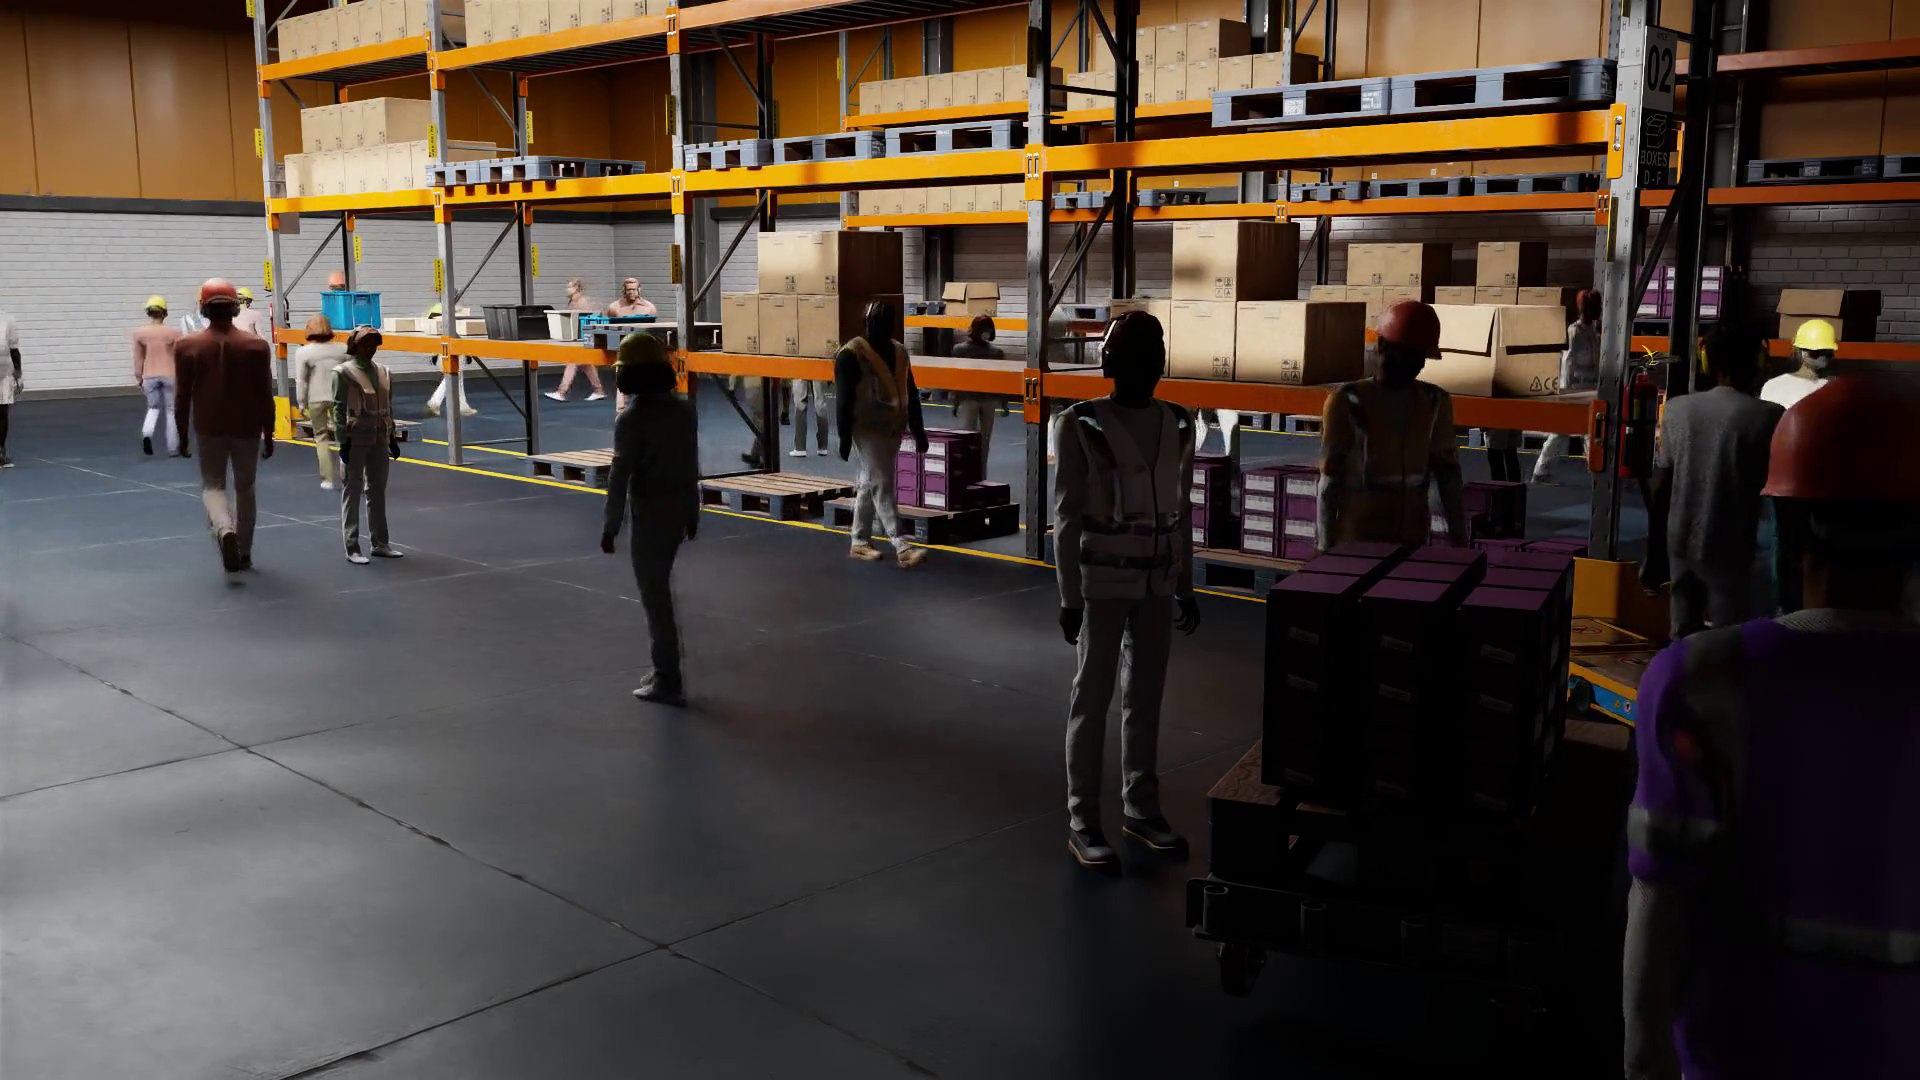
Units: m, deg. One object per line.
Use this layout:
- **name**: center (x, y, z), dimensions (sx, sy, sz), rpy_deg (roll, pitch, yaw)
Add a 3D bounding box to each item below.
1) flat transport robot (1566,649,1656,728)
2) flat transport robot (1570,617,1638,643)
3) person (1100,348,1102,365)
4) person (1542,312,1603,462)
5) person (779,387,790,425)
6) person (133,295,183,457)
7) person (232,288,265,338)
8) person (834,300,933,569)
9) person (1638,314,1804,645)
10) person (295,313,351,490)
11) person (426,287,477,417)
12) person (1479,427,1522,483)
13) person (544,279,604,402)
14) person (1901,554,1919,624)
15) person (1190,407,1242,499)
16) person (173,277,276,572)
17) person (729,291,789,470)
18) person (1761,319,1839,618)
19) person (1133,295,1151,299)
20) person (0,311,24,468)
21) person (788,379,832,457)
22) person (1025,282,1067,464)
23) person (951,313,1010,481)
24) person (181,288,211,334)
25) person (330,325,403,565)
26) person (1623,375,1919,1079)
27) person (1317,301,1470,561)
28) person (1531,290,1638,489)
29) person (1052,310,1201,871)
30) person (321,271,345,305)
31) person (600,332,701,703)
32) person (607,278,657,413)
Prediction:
- **flat transport robot**: center (3.186, 0.709, 7.278), dimensions (0.652, 0.197, 1.431), rpy_deg (-2, 9, -10)
- **flat transport robot**: center (2.748, 0.552, 8.239), dimensions (1.431, 0.197, 0.652), rpy_deg (-2, 9, -10)
- **person**: center (1.443, -1.201, 14.804), dimensions (0.523, 1.638, 0.311), rpy_deg (-8, 12, -40)
- **person**: center (6.436, -1.569, 17.171), dimensions (0.535, 1.606, 0.725), rpy_deg (-7, 12, -38)
- **person**: center (-2.406, -2.429, 21.419), dimensions (0.362, 1.938, 0.545), rpy_deg (8, 12, 42)
- **person**: center (-8.535, -1.733, 17.743), dimensions (0.525, 1.753, 0.466), rpy_deg (-1, 9, -6)
- **person**: center (-10.053, -2.667, 23.438), dimensions (0.533, 1.757, 0.336), rpy_deg (-1, 9, -7)
- **person**: center (-0.463, -0.711, 11.286), dimensions (0.919, 1.800, 0.648), rpy_deg (8, 12, 39)
- **person**: center (2.855, 0.092, 6.220), dimensions (0.358, 1.855, 0.633), rpy_deg (-6, 11, -34)
- **person**: center (-5.767, -1.254, 15.160), dimensions (0.529, 1.618, 0.403), rpy_deg (-6, 11, -35)
- **person**: center (-7.013, -2.584, 22.787), dimensions (0.626, 1.816, 0.899), rpy_deg (6, 11, 33)
- **person**: center (4.379, -1.009, 13.443), dimensions (0.541, 1.698, 0.315), rpy_deg (-8, 12, -41)
- **person**: center (-5.885, -3.029, 25.315), dimensions (0.996, 1.862, 0.638), rpy_deg (-4, 10, -25)
- **person**: center (2.182, 0.522, 3.641), dimensions (0.547, 1.836, 0.668), rpy_deg (3, 10, 15)
- **person**: center (2.241, -1.318, 14.798), dimensions (0.597, 1.884, 0.975), rpy_deg (-5, 11, -29)
- **person**: center (-4.820, -0.736, 10.939), dimensions (0.617, 1.968, 0.826), rpy_deg (-4, 10, -25)
- **person**: center (-2.056, -1.572, 16.574), dimensions (0.621, 1.797, 0.758), rpy_deg (-9, 13, -43)
- **person**: center (4.737, -0.375, 9.415), dimensions (0.538, 1.755, 0.501), rpy_deg (0, 9, 0)
- **person**: center (1.400, -1.067, 13.466), dimensions (0.632, 1.823, 0.783), rpy_deg (-7, 12, -38)
- **person**: center (-9.828, -1.692, 16.855), dimensions (0.458, 1.947, 0.625), rpy_deg (6, 11, 34)
- **person**: center (-1.646, -1.849, 17.892), dimensions (0.585, 1.929, 0.371), rpy_deg (-4, 10, -23)
- **person**: center (0.835, -1.742, 17.266), dimensions (0.548, 1.917, 0.655), rpy_deg (5, 10, 27)
- **person**: center (0.196, -1.228, 14.985), dimensions (0.533, 1.619, 0.364), rpy_deg (-4, 10, -25)
- **person**: center (-9.066, -2.150, 20.098), dimensions (0.618, 1.809, 0.516), rpy_deg (-5, 10, -27)
- **person**: center (-4.105, -0.662, 11.501), dimensions (0.310, 1.640, 0.514), rpy_deg (5, 10, 28)
- **person**: center (1.206, 0.719, 2.320), dimensions (0.550, 1.882, 1.031), rpy_deg (5, 10, 27)
- **person**: center (1.760, 0.003, 6.665), dimensions (0.545, 1.888, 0.873), rpy_deg (-2, 10, -14)
- **person**: center (5.741, -1.370, 15.251), dimensions (0.989, 1.832, 0.578), rpy_deg (5, 11, 30)
- **person**: center (0.574, 0.169, 5.665), dimensions (0.576, 1.882, 0.355), rpy_deg (-6, 11, -31)
- **person**: center (-8.806, -2.867, 23.935), dimensions (0.617, 2.011, 0.894), rpy_deg (1, 9, 6)
- **person**: center (-1.490, -0.101, 7.747), dimensions (0.490, 1.726, 0.513), rpy_deg (5, 10, 28)
- **person**: center (-4.197, -2.404, 21.368), dimensions (0.652, 1.904, 0.402), rpy_deg (-3, 10, -16)
